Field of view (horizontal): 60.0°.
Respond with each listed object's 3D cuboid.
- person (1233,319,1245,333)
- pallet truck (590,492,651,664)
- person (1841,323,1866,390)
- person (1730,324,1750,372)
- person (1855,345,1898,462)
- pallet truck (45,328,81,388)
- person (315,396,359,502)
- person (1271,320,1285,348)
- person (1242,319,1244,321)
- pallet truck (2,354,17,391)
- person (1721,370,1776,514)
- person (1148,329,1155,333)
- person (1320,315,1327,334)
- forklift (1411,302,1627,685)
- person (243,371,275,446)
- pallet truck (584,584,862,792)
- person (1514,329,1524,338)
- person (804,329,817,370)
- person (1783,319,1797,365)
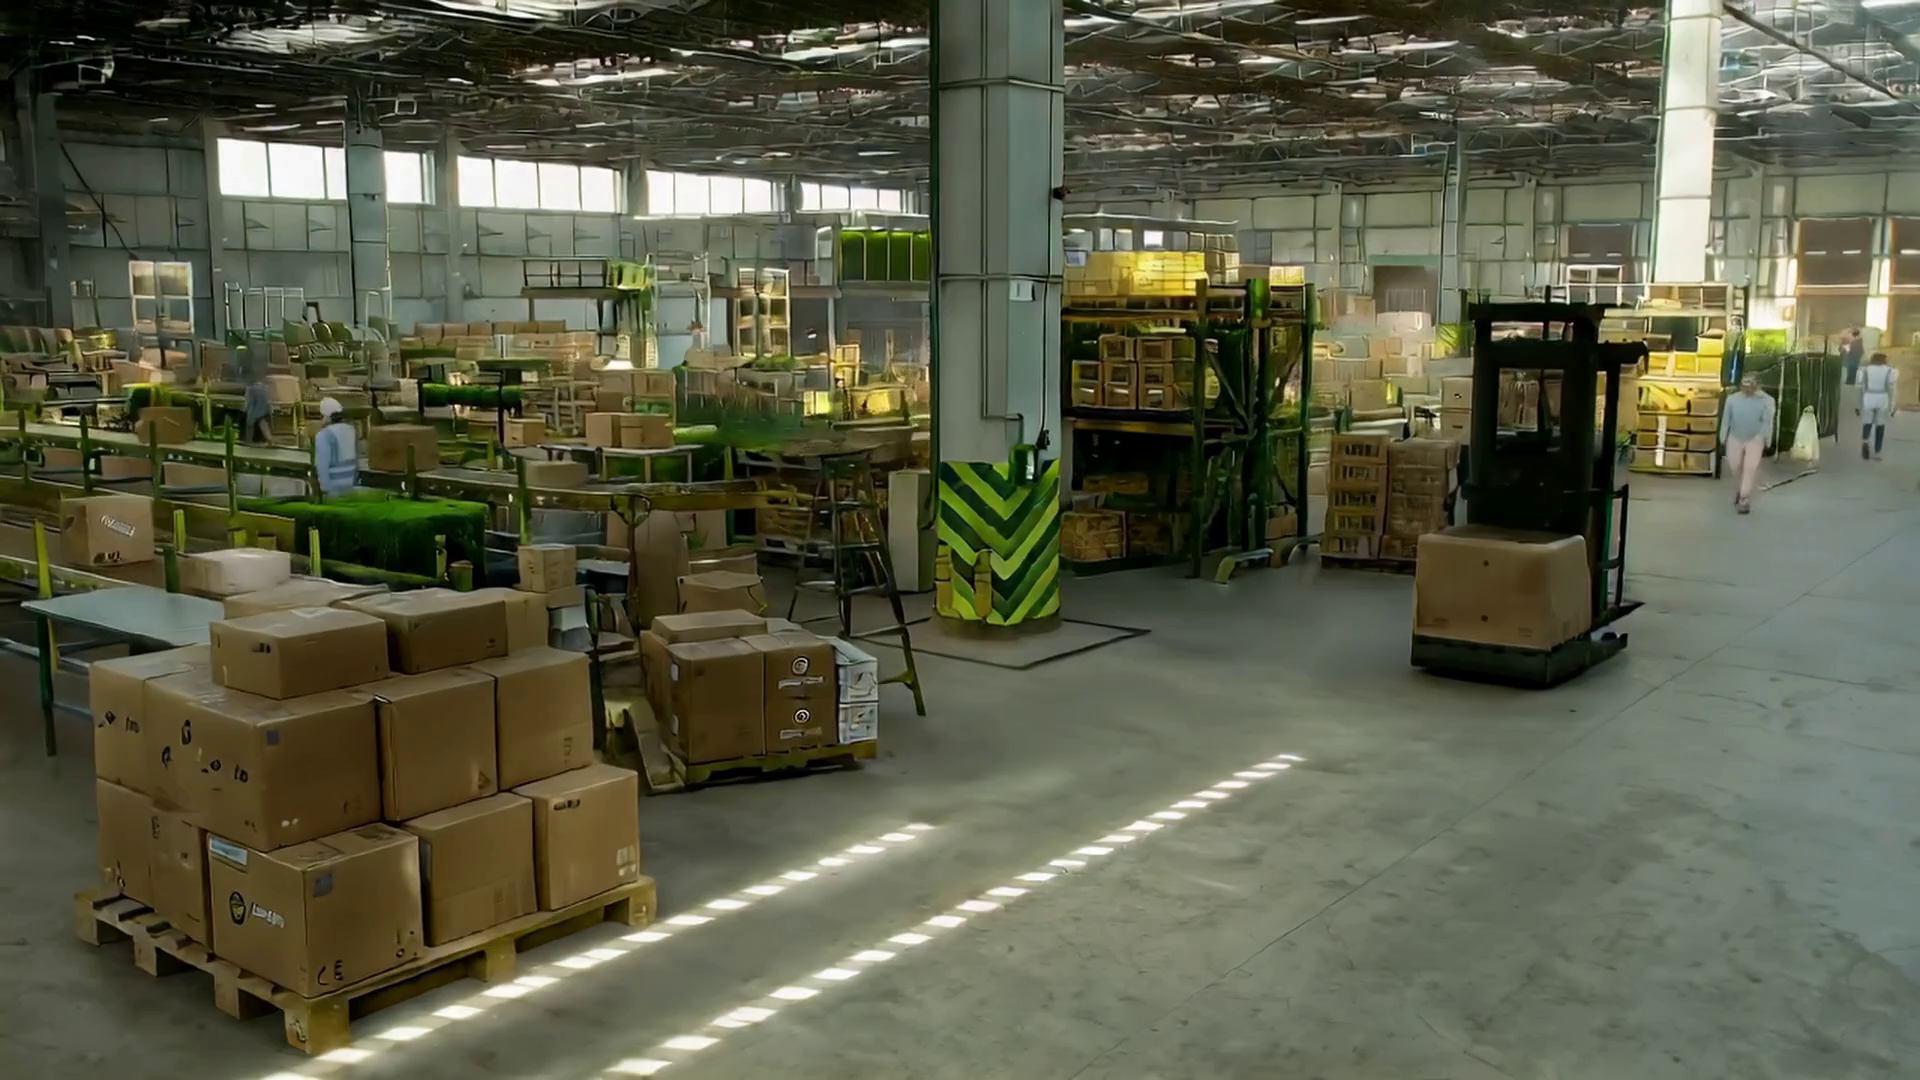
[{"bbox_3d":[10.343,-7.198,61.570,0.643,1.935,1.058,5,10,31],"label":"person"},{"bbox_3d":[-3.115,0.344,12.883,0.653,1.274,1.630,7,11,37],"label":"pallet truck"},{"bbox_3d":[26.918,-5.519,49.918,0.705,2.000,0.807,-2,9,-16],"label":"person"},{"bbox_3d":[26.883,-6.502,57.205,0.904,1.854,0.580,1,8,4],"label":"person"},{"bbox_3d":[15.661,-2.319,28.455,0.618,2.022,0.743,6,10,34],"label":"person"},{"bbox_3d":[-23.775,-4.544,43.495,1.885,1.965,0.823,6,10,35],"label":"pallet truck"},{"bbox_3d":[-6.632,-0.642,17.840,0.812,1.809,0.598,4,9,25],"label":"person"},{"bbox_3d":[12.970,-8.071,67.839,0.616,1.834,0.991,5,10,31],"label":"person"},{"bbox_3d":[11.613,-8.219,68.521,0.400,1.928,0.542,4,9,23],"label":"person"},{"bbox_3d":[-24.881,-4.417,42.634,1.885,1.965,0.823,8,11,41],"label":"pallet truck"},{"bbox_3d":[10.413,-1.301,21.984,0.650,1.893,0.622,7,11,38],"label":"person"},{"bbox_3d":[5.907,-5.526,50.718,0.519,1.812,0.608,8,12,44],"label":"person"},{"bbox_3d":[17.816,-10.097,81.495,0.454,1.827,0.533,1,9,8],"label":"person"},{"bbox_3d":[4.379,-0.438,12.852,1.129,2.768,1.873,7,11,37],"label":"forklift"},{"bbox_3d":[-11.890,-2.050,28.072,0.870,1.586,0.501,4,9,25],"label":"person"},{"bbox_3d":[-1.426,0.805,10.019,1.601,1.201,0.680,-4,9,-26],"label":"pallet truck"},{"bbox_3d":[15.505,-4.900,46.148,0.587,1.919,0.457,-8,12,-43],"label":"person"},{"bbox_3d":[-4.910,-6.057,54.585,0.639,1.726,0.494,6,10,33],"label":"person"},{"bbox_3d":[33.441,-7.962,66.989,0.510,1.865,0.329,6,10,34],"label":"person"}]
